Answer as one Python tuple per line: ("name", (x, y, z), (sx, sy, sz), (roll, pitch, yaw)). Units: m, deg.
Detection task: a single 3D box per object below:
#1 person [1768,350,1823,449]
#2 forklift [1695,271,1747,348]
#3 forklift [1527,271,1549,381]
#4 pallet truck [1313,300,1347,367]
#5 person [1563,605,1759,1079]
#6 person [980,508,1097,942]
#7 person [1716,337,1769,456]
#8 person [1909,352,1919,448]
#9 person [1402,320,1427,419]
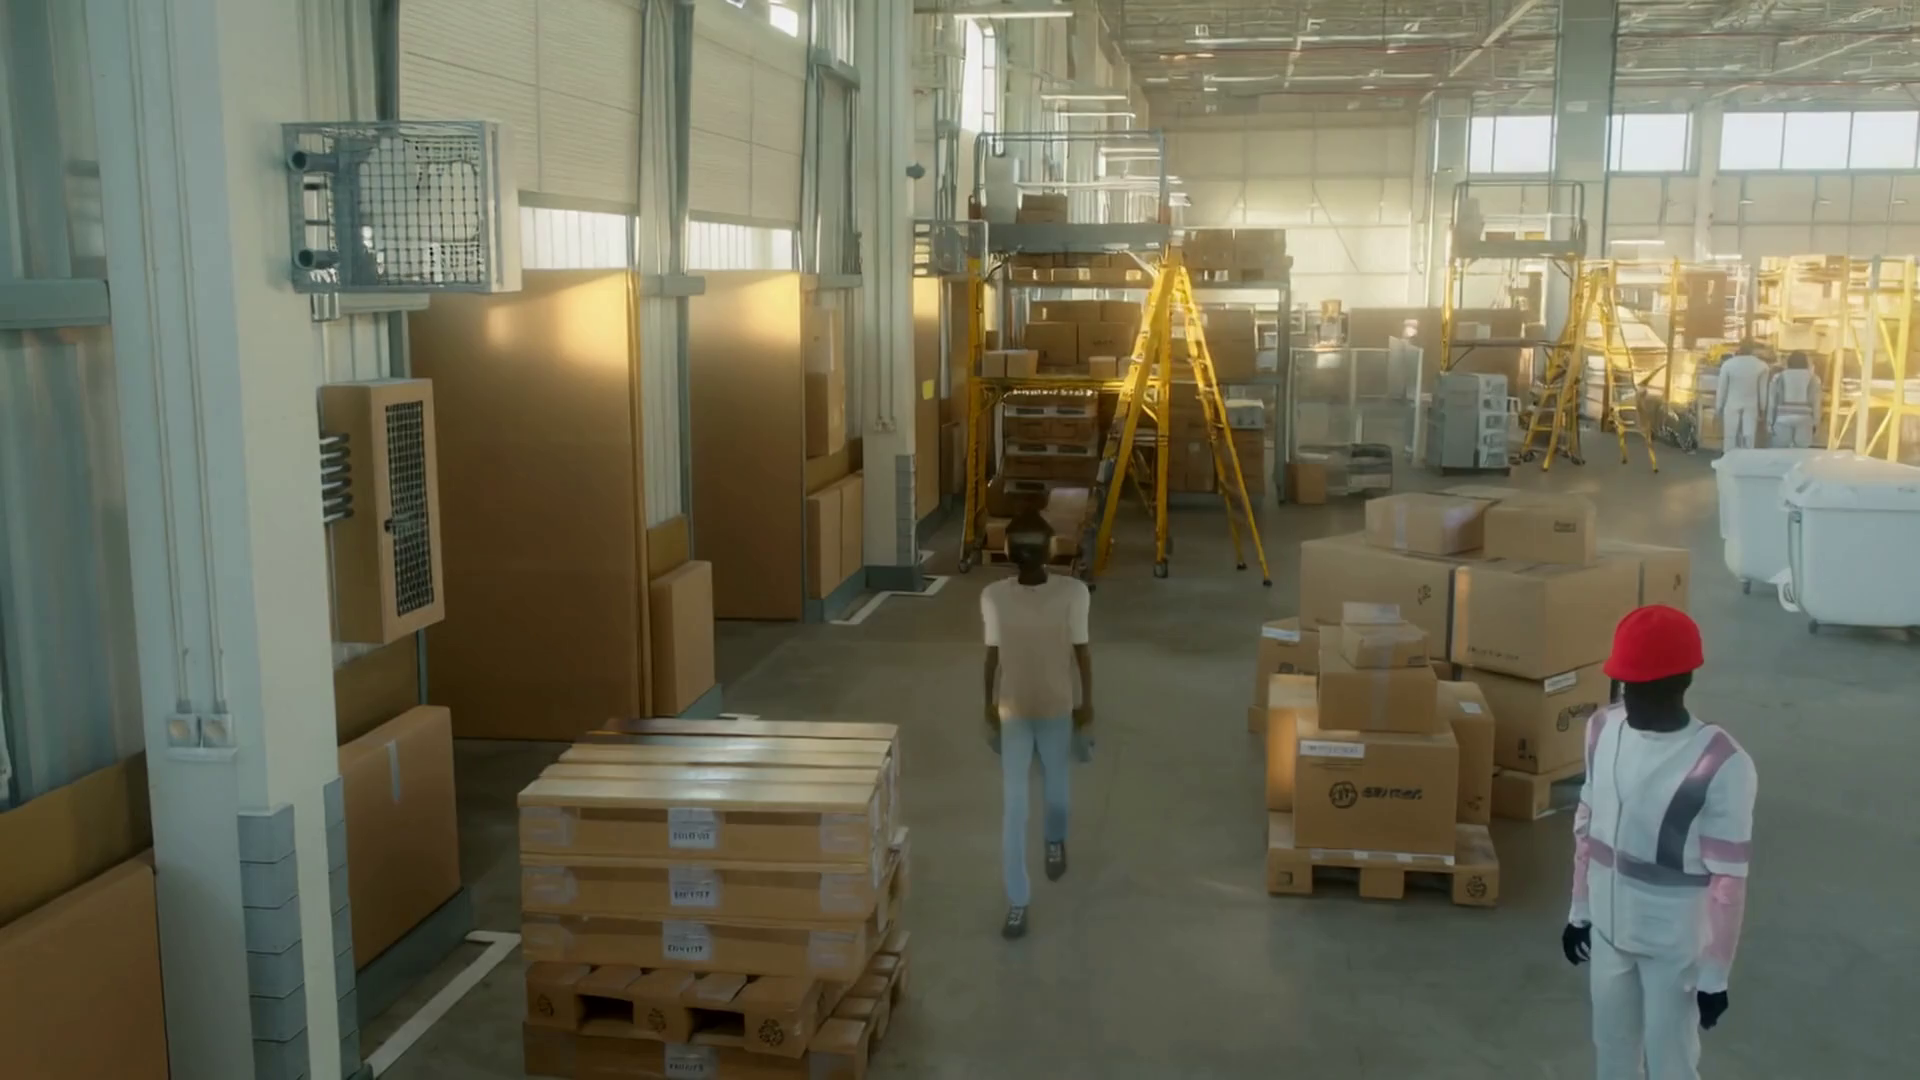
("person", (10.612, -1.494, 21.180), (0.627, 1.843, 0.429), (4, 10, 21))
("forklift", (21.407, -6.275, 47.469), (1.873, 2.768, 1.129), (-3, 10, -17))
("forklift", (14.697, -5.355, 41.795), (1.873, 2.768, 1.129), (-5, 11, -30))
("pallet truck", (11.159, -6.200, 49.718), (0.823, 1.965, 1.885), (4, 10, 26))
("person", (1.976, 1.124, 4.800), (0.395, 1.918, 0.585), (-4, 10, -23))
("person", (0.349, 0.750, 7.354), (0.520, 1.841, 0.854), (1, 9, 5))
("person", (10.822, -1.838, 23.041), (0.633, 1.933, 0.368), (2, 10, 14))
("person", (15.518, -2.339, 26.723), (0.323, 1.735, 0.490), (4, 10, 25))
("person", (8.549, -3.207, 31.500), (0.844, 1.907, 0.548), (3, 10, 16))
